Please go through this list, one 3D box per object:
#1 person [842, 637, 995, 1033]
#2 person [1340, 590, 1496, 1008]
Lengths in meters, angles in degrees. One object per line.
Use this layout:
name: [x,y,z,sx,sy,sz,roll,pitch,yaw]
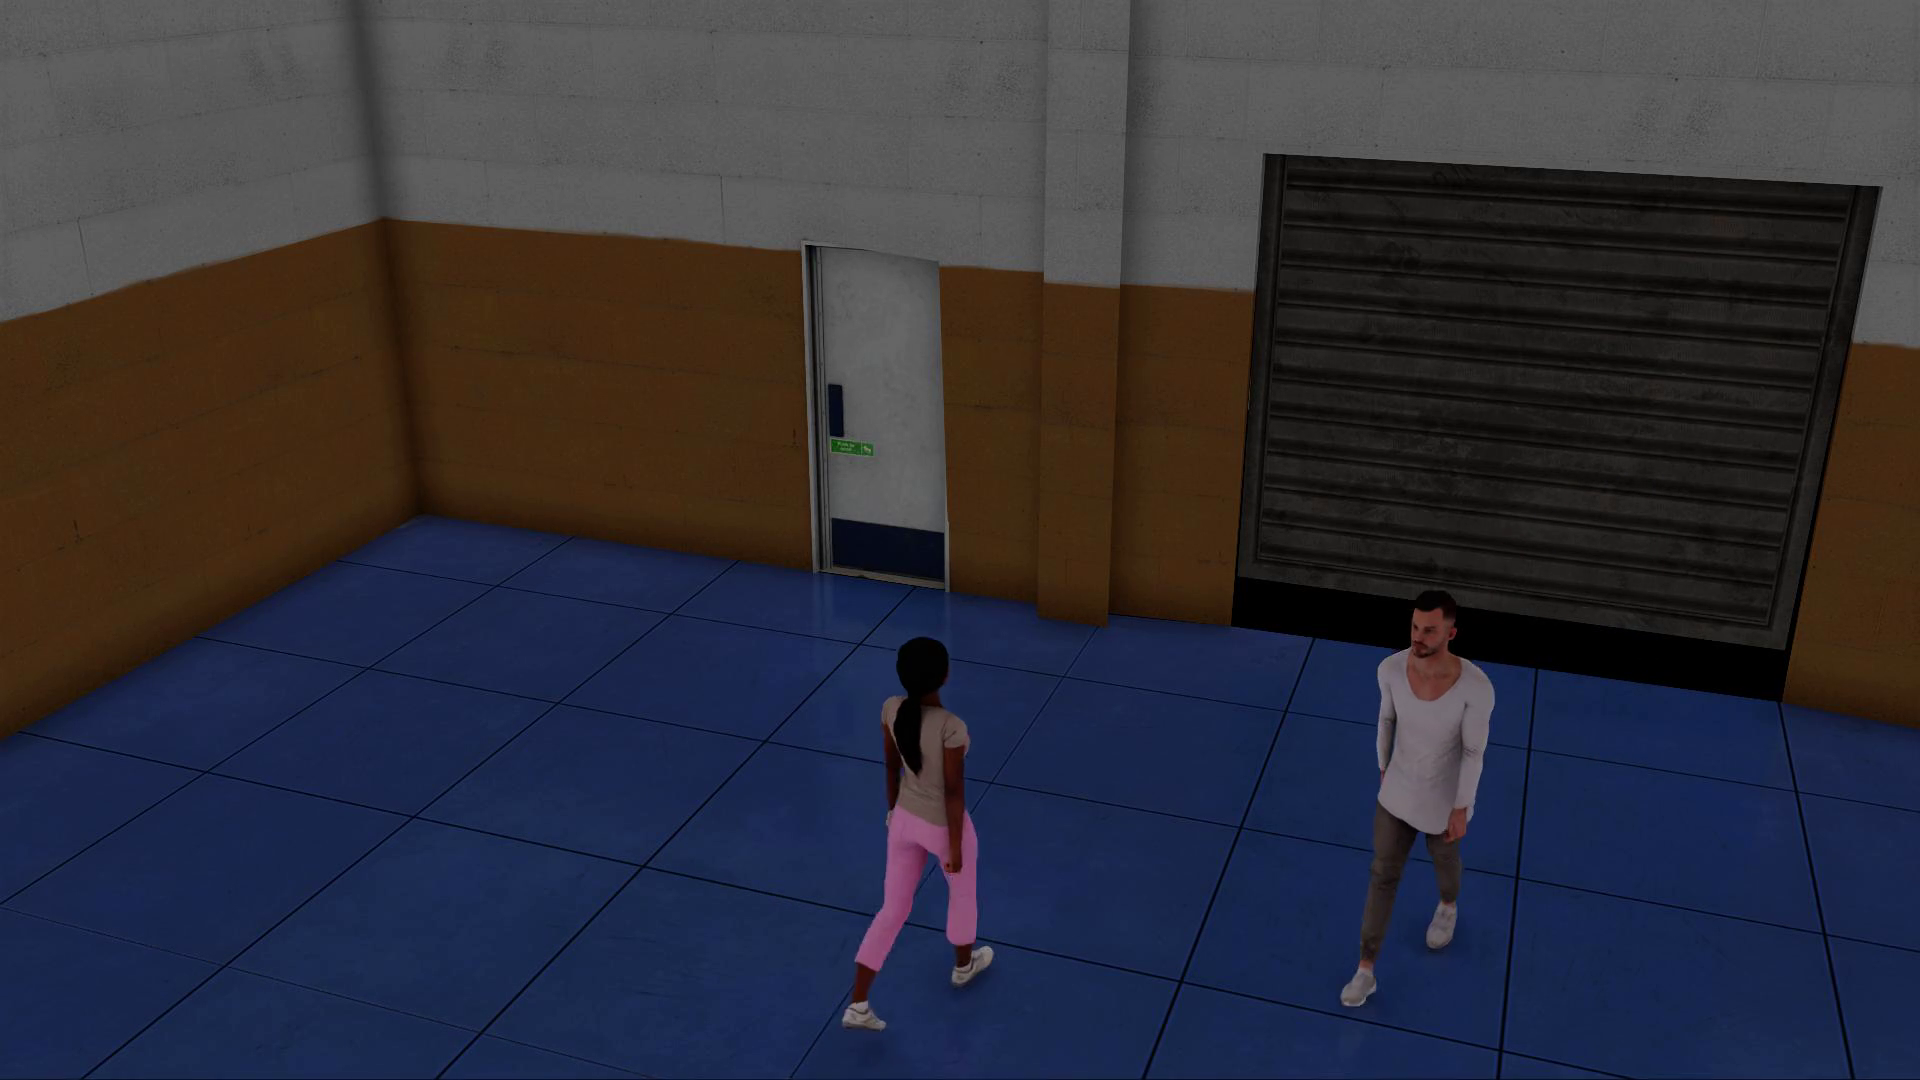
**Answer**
person: [-0.191,1.218,6.702,1.142,1.706,0.880,15,27,34]
person: [2.011,1.040,7.030,1.184,1.792,0.911,14,26,32]
